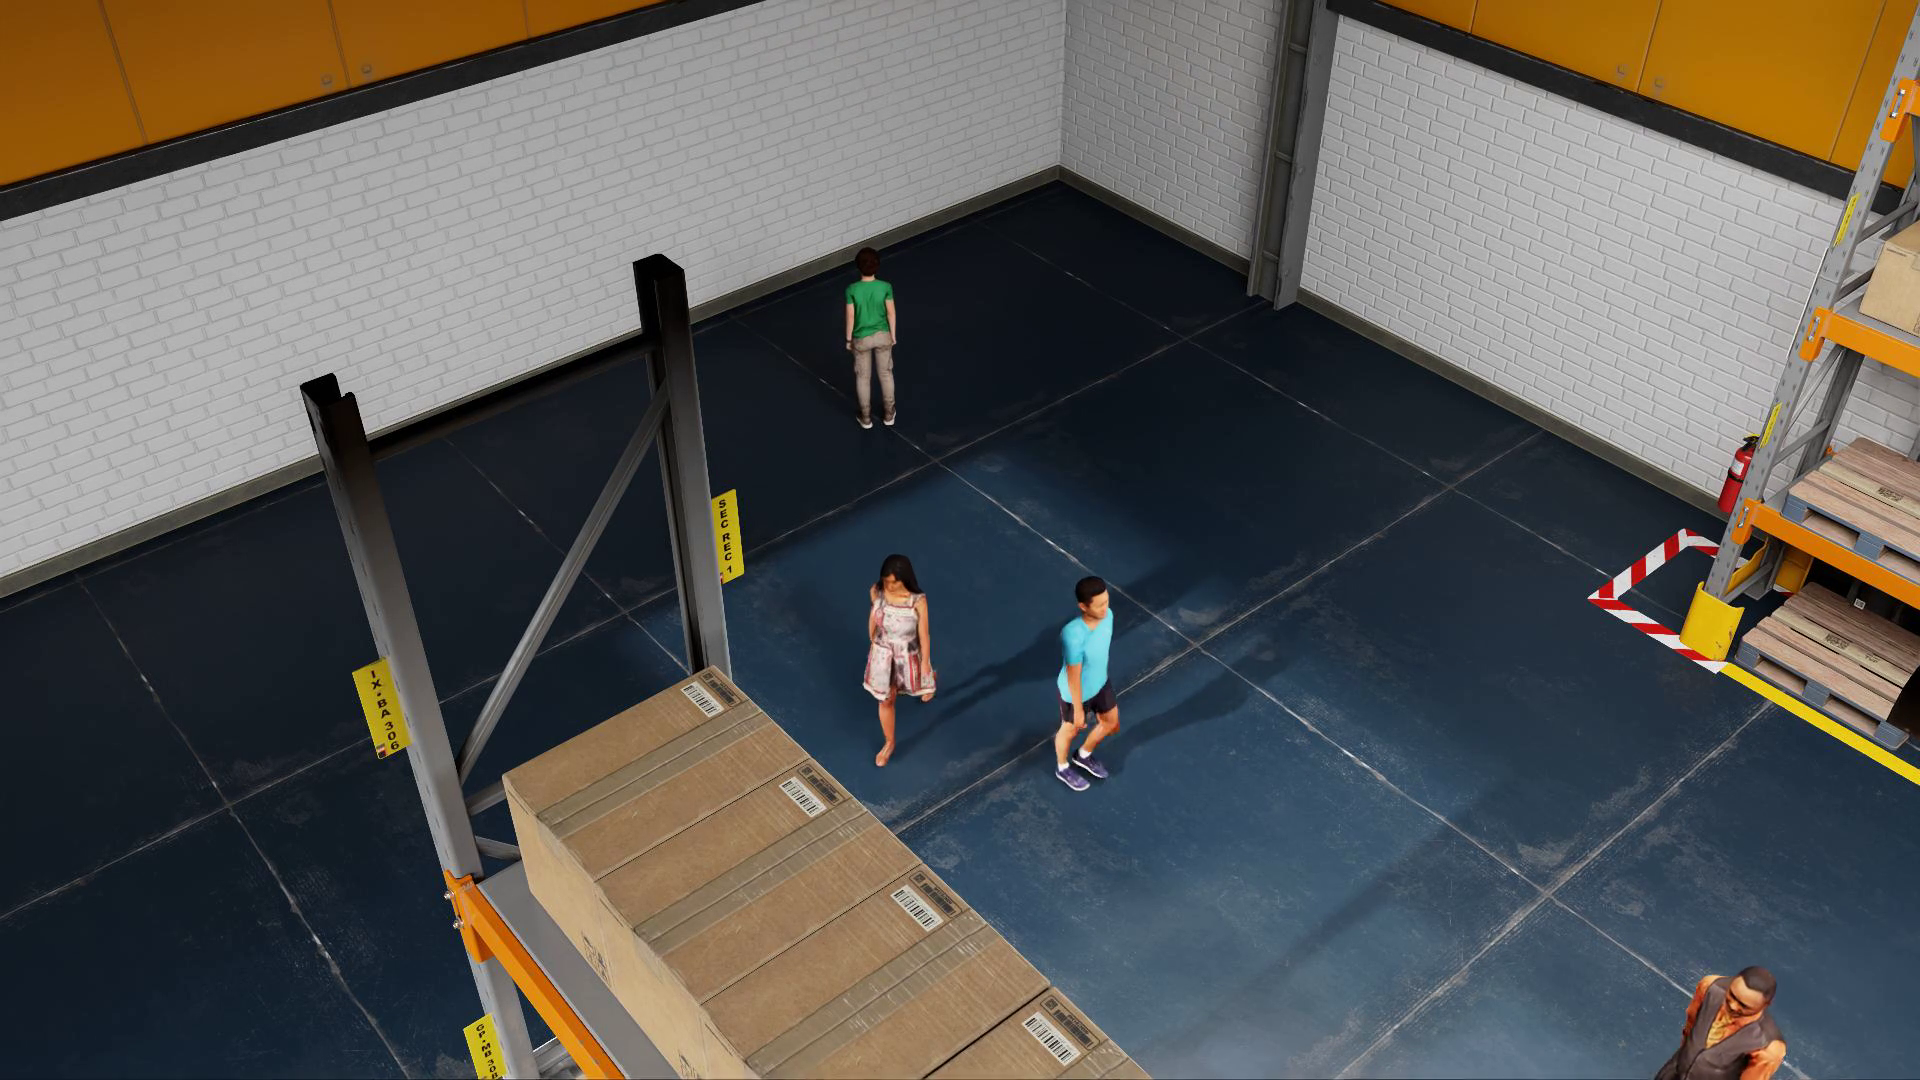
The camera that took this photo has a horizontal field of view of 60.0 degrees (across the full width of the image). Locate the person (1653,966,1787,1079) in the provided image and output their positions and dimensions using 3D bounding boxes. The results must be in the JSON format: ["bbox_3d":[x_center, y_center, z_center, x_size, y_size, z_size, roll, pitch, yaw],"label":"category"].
[{"bbox_3d":[3.798,2.688,8.230,1.076,1.856,1.305,-12,40,-15],"label":"person"}]

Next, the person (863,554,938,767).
[{"bbox_3d":[-0.344,0.688,10.923,1.064,1.621,1.003,14,41,17],"label":"person"}]

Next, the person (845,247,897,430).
[{"bbox_3d":[-0.734,-1.679,13.863,0.670,1.650,0.678,-7,39,-9],"label":"person"}]

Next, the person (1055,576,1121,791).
[{"bbox_3d":[0.707,0.894,10.552,0.641,1.762,0.646,30,47,32],"label":"person"}]
